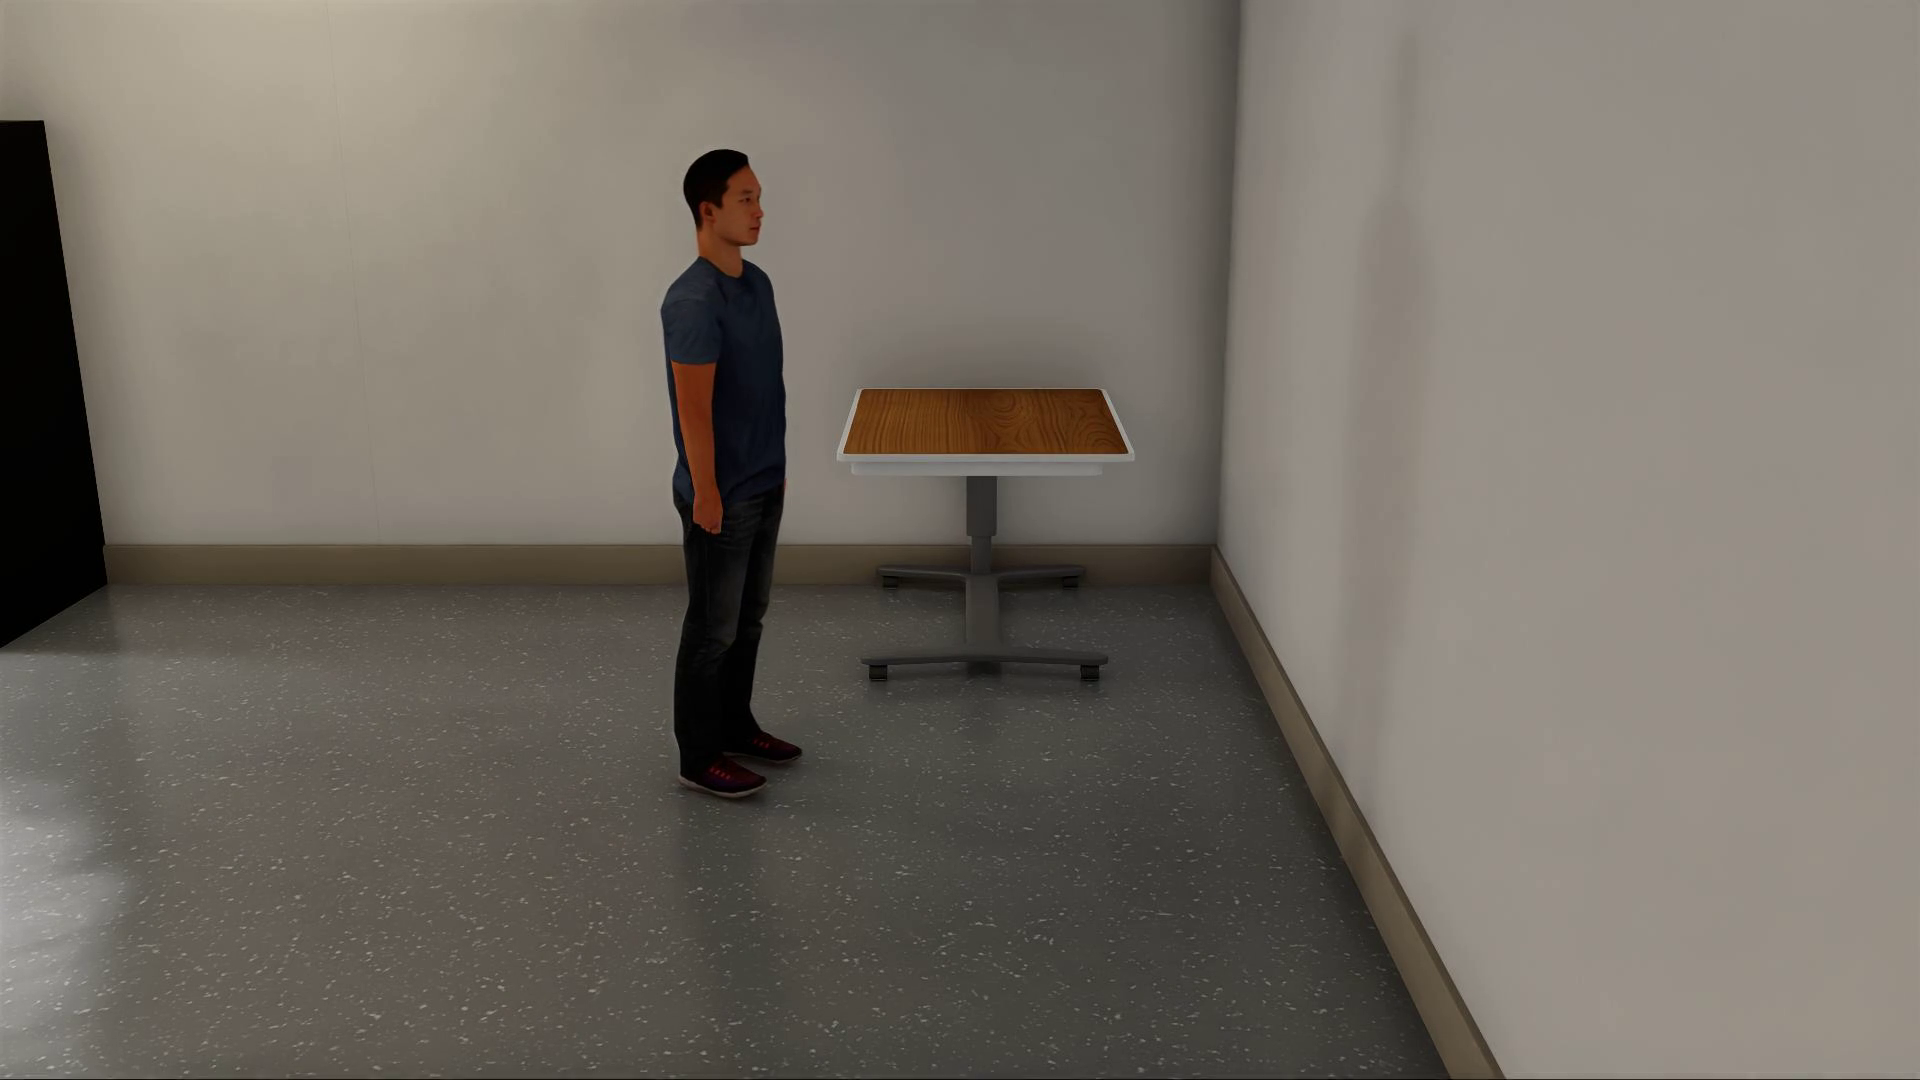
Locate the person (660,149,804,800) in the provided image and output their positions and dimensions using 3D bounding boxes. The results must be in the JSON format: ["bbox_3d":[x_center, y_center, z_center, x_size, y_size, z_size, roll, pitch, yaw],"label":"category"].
[{"bbox_3d":[-0.665,-0.179,4.695,0.625,1.808,0.687,4,16,15],"label":"person"}]
